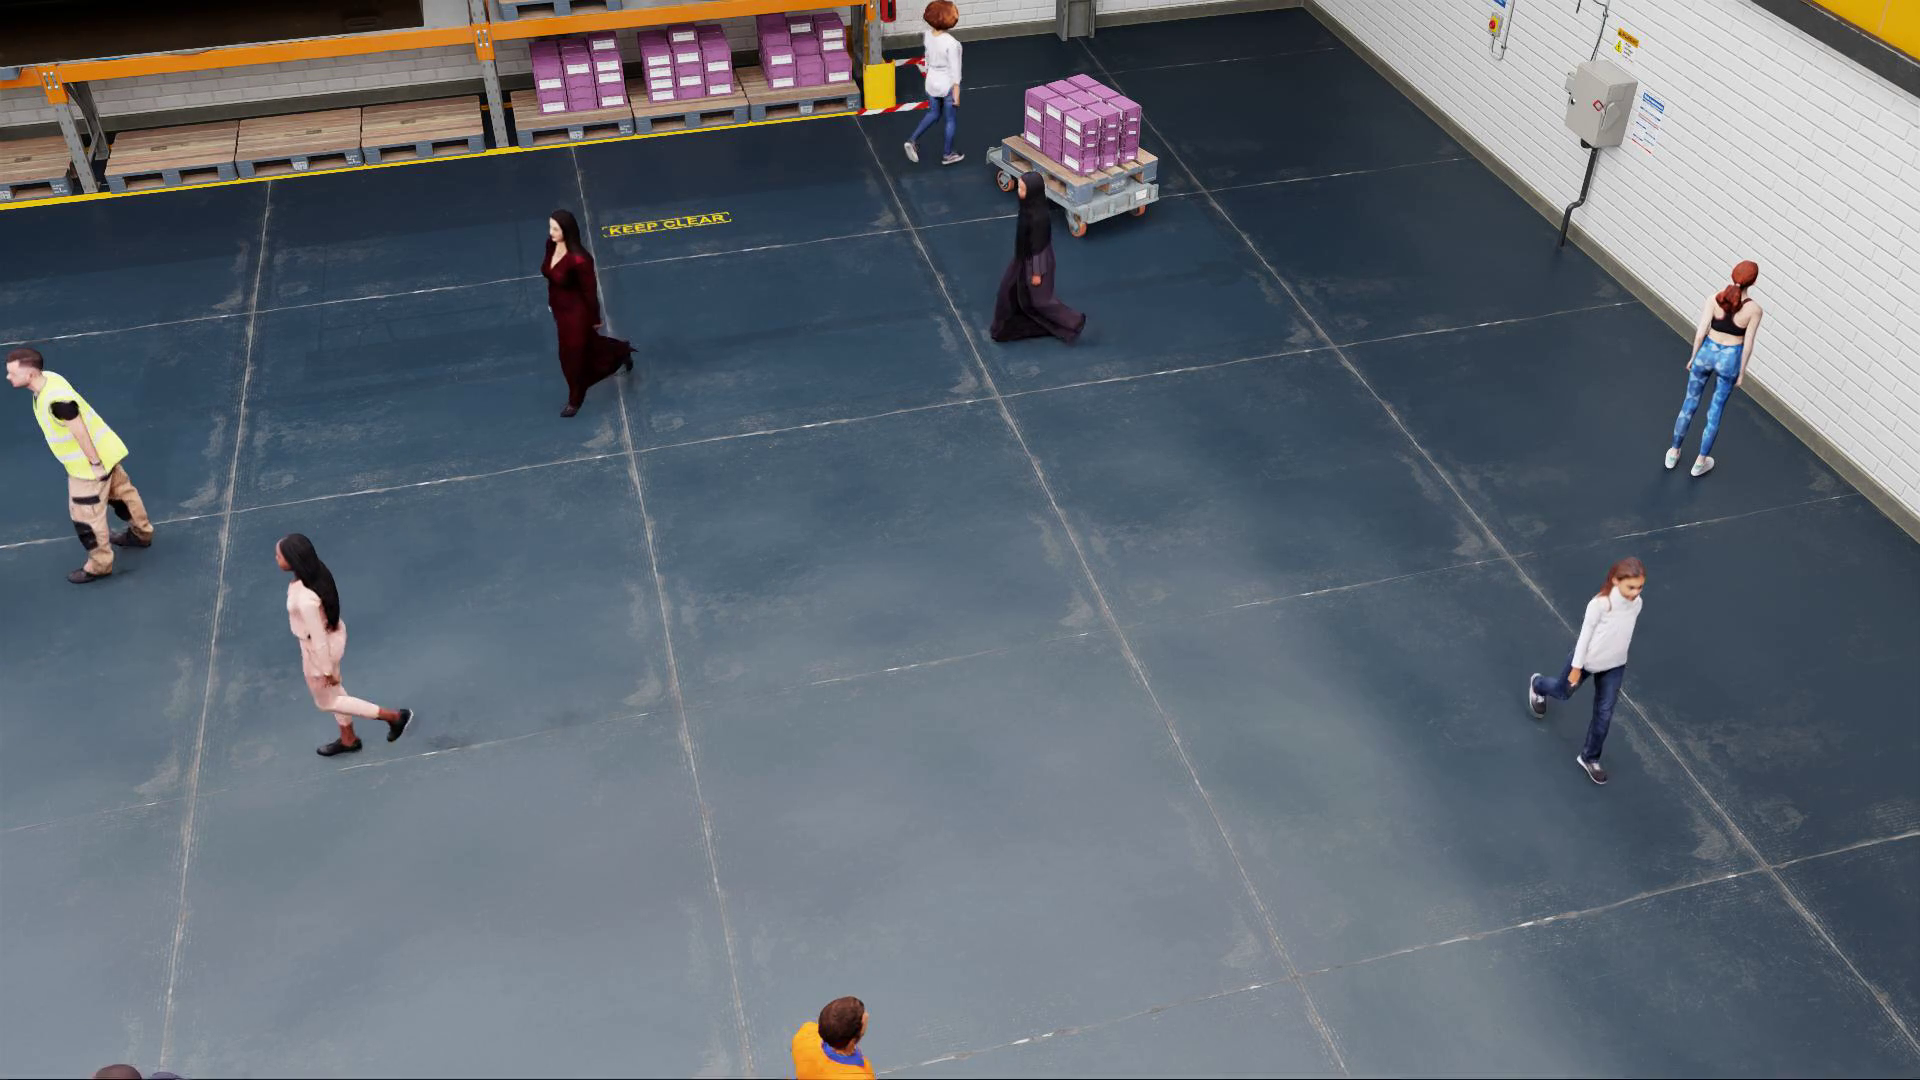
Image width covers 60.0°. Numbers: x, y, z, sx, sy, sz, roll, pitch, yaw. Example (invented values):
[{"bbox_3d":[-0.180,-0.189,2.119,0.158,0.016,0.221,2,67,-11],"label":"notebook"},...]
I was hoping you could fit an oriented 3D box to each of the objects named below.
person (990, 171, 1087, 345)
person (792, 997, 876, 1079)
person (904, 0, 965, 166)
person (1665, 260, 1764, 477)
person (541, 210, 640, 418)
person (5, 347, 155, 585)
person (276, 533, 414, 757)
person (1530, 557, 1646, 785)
[{"bbox_3d":[0.702,-2.328,13.834,1.053,1.590,0.695,-5,39,-6],"label":"person"},{"bbox_3d":[-0.582,2.679,7.359,0.954,1.847,0.882,-28,46,-31],"label":"person"},{"bbox_3d":[-0.242,-4.477,16.446,1.014,1.689,0.869,-30,47,-32],"label":"person"},{"bbox_3d":[5.620,-1.280,12.367,0.689,1.784,0.741,24,45,27],"label":"person"},{"bbox_3d":[-2.953,-1.834,13.106,1.156,1.727,0.924,-27,46,-29],"label":"person"},{"bbox_3d":[-5.984,-0.580,11.463,1.011,1.817,0.882,-21,43,-24],"label":"person"},{"bbox_3d":[-3.741,0.650,10.011,0.862,1.708,0.641,-8,39,-9],"label":"person"},{"bbox_3d":[3.831,0.683,10.108,1.001,1.535,0.668,-5,39,-7],"label":"person"}]
